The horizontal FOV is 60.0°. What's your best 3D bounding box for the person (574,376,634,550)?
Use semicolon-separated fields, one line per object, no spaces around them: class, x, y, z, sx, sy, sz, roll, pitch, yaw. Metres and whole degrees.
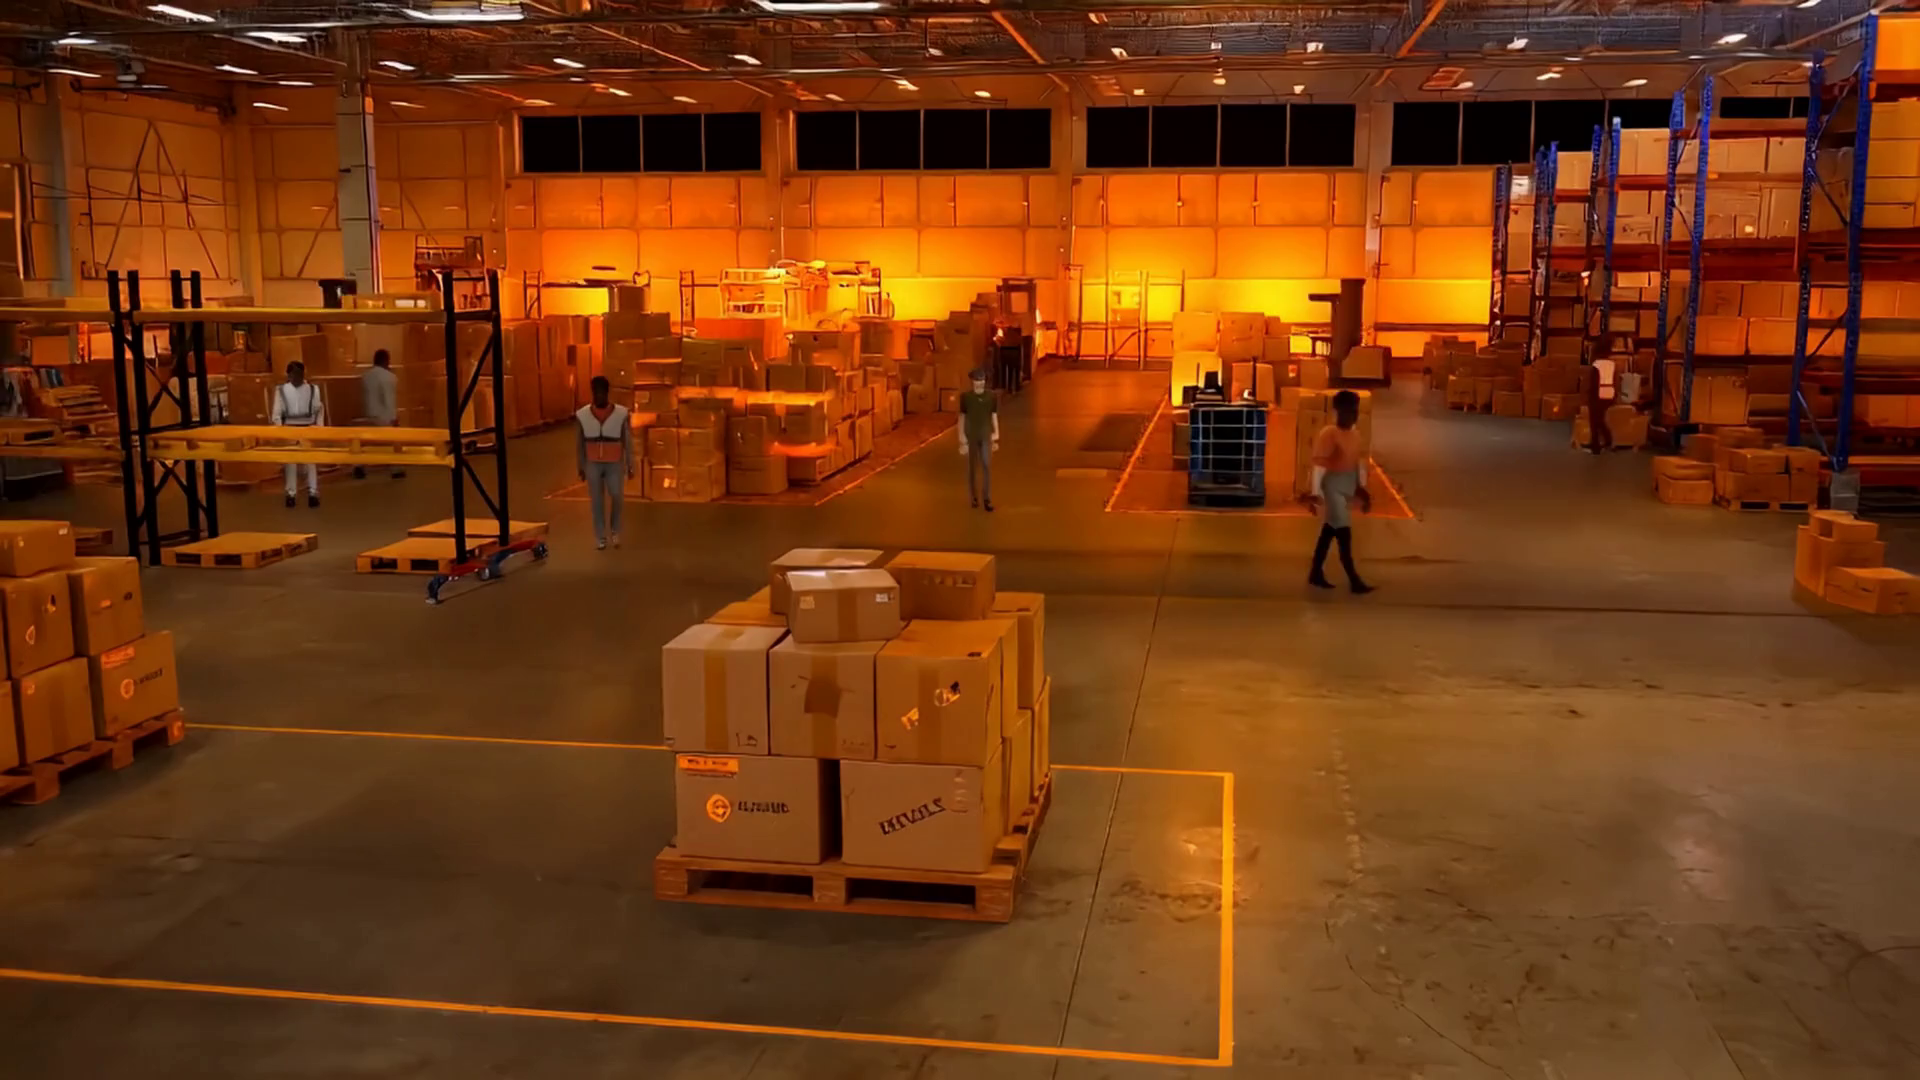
person;-3.855;-0.826;18.022;0.625;1.900;0.463;-2;9;-10

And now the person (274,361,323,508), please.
person;-8.475;-1.359;21.367;0.574;1.881;0.357;-4;10;-24

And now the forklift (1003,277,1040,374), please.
forklift;1.733;-6.333;48.970;1.129;2.768;1.873;1;9;9

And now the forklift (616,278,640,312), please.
forklift;-9.044;-5.765;45.468;1.873;2.768;1.129;1;9;9

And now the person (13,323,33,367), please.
person;-19.511;-3.555;34.728;0.352;1.942;0.546;-2;9;-13

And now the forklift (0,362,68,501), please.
forklift;-13.150;-1.983;22.144;1.873;2.768;1.129;1;9;9

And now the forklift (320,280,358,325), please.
forklift;-13.331;-4.204;35.844;1.873;2.768;1.129;1;9;9

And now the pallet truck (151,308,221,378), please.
pallet truck;-21.869;-5.598;47.154;0.823;1.965;1.885;4;10;26

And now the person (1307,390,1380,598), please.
person;3.624;-0.431;15.477;0.932;1.921;0.629;9;13;43

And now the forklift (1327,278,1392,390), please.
forklift;10.012;-5.280;42.480;1.873;2.768;1.129;5;11;30

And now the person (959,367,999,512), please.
person;0.246;-1.262;20.966;0.533;1.812;0.937;-1;9;-5

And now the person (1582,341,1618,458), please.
person;10.414;-2.283;27.020;0.690;1.895;0.481;-7;11;-36

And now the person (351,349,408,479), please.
person;-8.415;-1.798;24.016;0.633;1.913;0.836;5;10;27

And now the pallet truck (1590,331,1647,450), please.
pallet truck;11.253;-2.573;28.499;0.823;1.965;1.885;5;10;27

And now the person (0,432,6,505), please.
person;-9.594;-0.505;16.213;0.508;1.846;0.342;-5;11;-29

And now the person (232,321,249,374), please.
person;-19.937;-5.249;46.105;0.515;1.641;0.309;4;10;25

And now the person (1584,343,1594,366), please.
person;14.883;-4.063;38.875;0.657;1.609;0.386;0;9;-1

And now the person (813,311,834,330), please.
person;-3.853;-5.473;46.655;0.629;1.906;0.551;4;10;25

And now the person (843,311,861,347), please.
person;-2.949;-5.242;45.179;0.546;1.930;0.390;-6;11;-34
